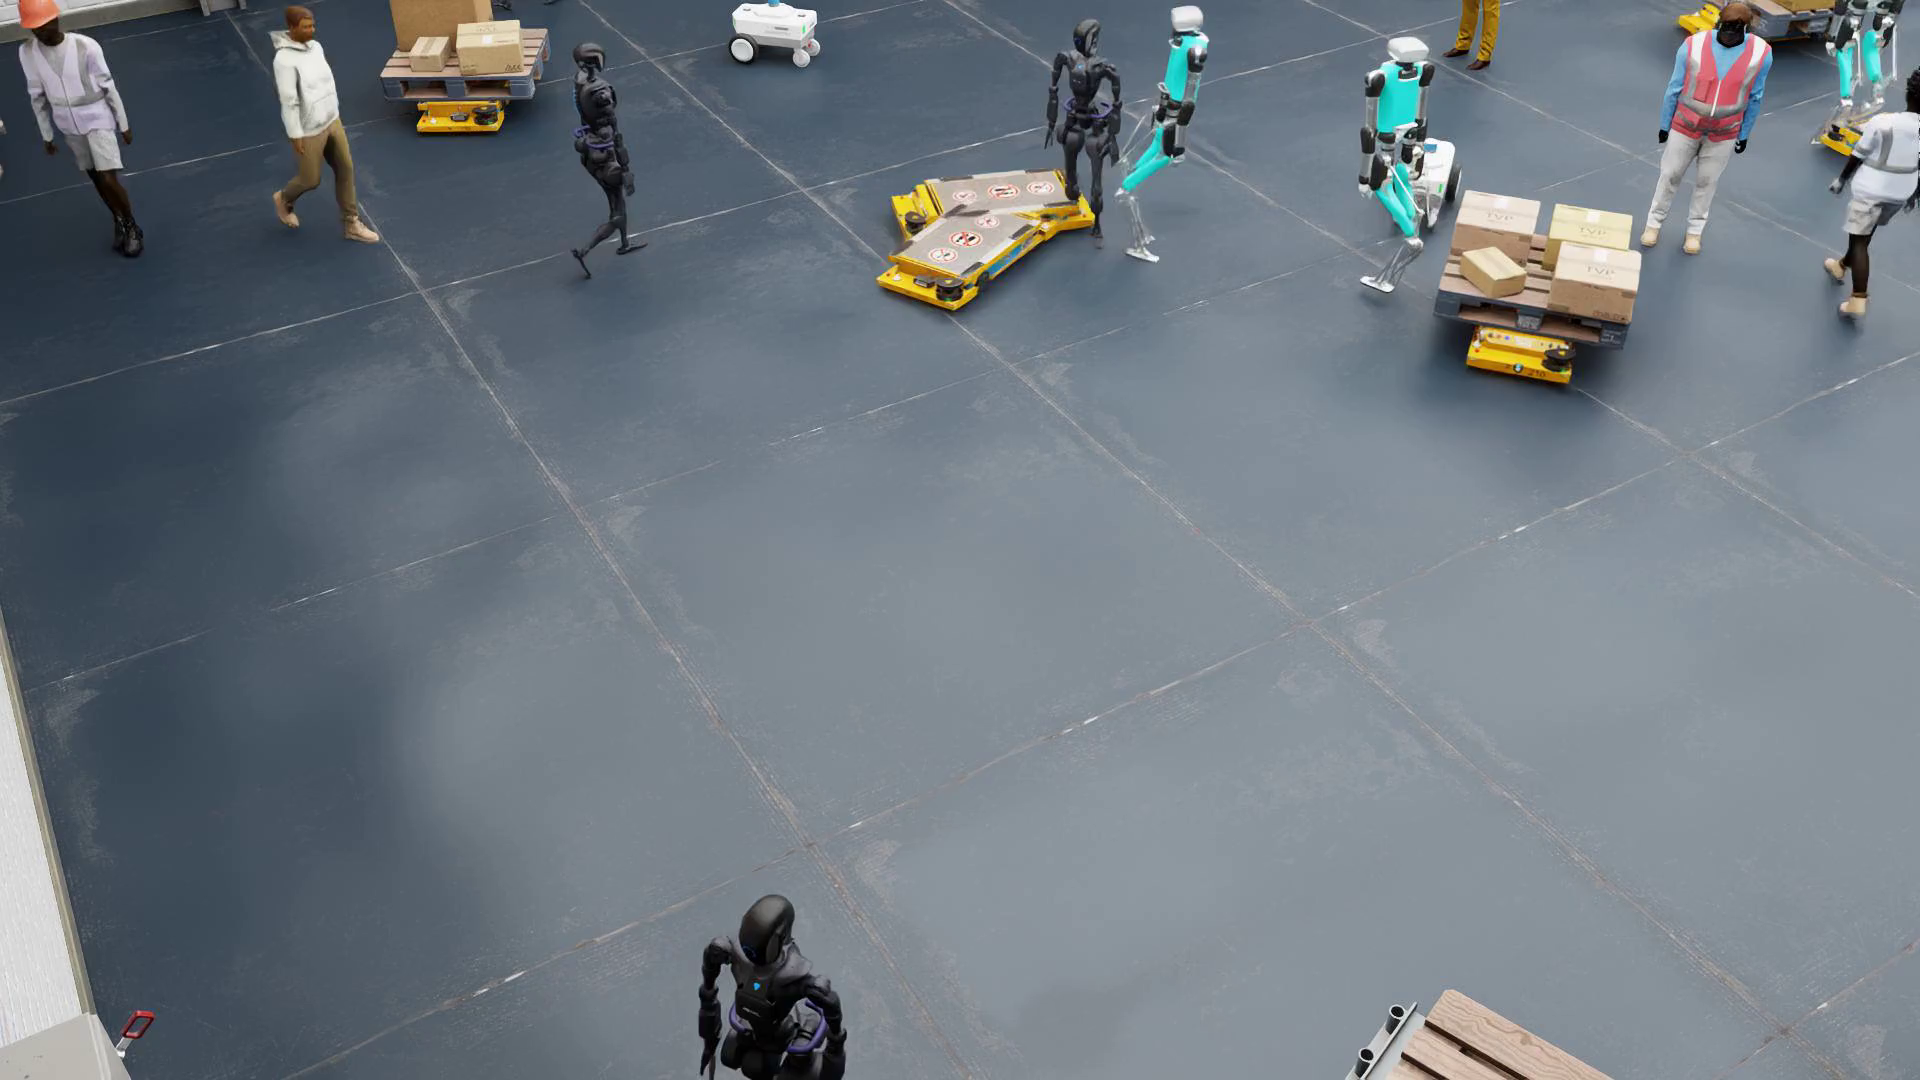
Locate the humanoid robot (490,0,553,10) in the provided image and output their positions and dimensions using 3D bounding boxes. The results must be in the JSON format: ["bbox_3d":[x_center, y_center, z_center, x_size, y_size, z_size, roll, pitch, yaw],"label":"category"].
[{"bbox_3d":[-4.151,-5.755,15.450,0.762,1.620,0.587,-19,42,-22],"label":"humanoid robot"}]

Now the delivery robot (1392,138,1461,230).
[{"bbox_3d":[3.499,-2.730,12.520,0.499,0.612,0.796,13,40,15],"label":"delivery robot"}]

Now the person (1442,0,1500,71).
[{"bbox_3d":[4.532,-4.968,14.372,0.343,1.747,0.529,-17,42,-21],"label":"person"}]

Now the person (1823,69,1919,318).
[{"bbox_3d":[6.172,-2.334,11.115,0.531,1.655,0.849,0,38,-1],"label":"person"}]

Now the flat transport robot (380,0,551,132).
[{"bbox_3d":[-4.135,-3.843,14.141,0.659,0.231,1.431,-1,38,-1],"label":"flat transport robot"}]

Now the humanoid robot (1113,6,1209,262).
[{"bbox_3d":[1.309,-2.824,11.692,0.765,1.802,0.541,-5,39,-6],"label":"humanoid robot"}]

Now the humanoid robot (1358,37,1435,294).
[{"bbox_3d":[3.001,-2.392,11.140,0.544,1.803,0.769,-19,42,-22],"label":"humanoid robot"}]

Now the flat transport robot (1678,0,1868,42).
[{"bbox_3d":[7.452,-4.785,15.330,1.431,0.231,0.659,-9,39,-11],"label":"flat transport robot"}]

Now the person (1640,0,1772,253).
[{"bbox_3d":[5.234,-2.894,11.690,0.628,1.836,0.431,13,40,16],"label":"person"}]

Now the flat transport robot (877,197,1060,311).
[{"bbox_3d":[0.077,-2.100,11.942,0.659,0.231,1.431,22,43,26],"label":"flat transport robot"}]

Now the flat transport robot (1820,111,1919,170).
[{"bbox_3d":[7.583,-2.990,13.064,0.659,0.231,1.431,-18,42,-21],"label":"flat transport robot"}]

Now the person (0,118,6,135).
[{"bbox_3d":[-8.003,-3.991,13.061,0.373,1.840,0.568,7,39,8],"label":"person"}]

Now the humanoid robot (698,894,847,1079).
[{"bbox_3d":[-0.652,1.811,5.913,0.599,1.622,0.795,15,41,18],"label":"humanoid robot"}]

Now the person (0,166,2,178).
[{"bbox_3d":[-7.568,-3.402,12.295,0.675,1.867,0.444,-6,39,-8],"label":"person"}]

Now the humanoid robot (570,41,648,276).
[{"bbox_3d":[-2.534,-2.659,11.535,0.675,1.636,0.597,-26,45,-29],"label":"humanoid robot"}]

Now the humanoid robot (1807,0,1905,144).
[{"bbox_3d":[7.106,-3.874,13.005,0.533,1.807,0.657,-2,38,-3],"label":"humanoid robot"}]

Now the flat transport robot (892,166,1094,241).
[{"bbox_3d":[0.248,-2.499,12.444,1.431,0.231,0.659,-8,39,-10],"label":"flat transport robot"}]

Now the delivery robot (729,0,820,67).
[{"bbox_3d":[-1.647,-4.549,14.777,0.745,0.565,0.499,10,39,12],"label":"delivery robot"}]

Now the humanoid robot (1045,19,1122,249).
[{"bbox_3d":[0.878,-2.927,11.852,0.612,1.641,0.331,20,43,23],"label":"humanoid robot"}]

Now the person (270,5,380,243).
[{"bbox_3d":[-4.660,-2.937,11.813,0.722,1.739,0.545,15,41,18],"label":"person"}]

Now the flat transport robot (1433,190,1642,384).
[{"bbox_3d":[3.854,-1.542,11.238,0.659,0.231,1.431,13,40,16],"label":"flat transport robot"}]

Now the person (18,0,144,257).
[{"bbox_3d":[-6.128,-2.874,11.591,0.565,1.915,0.578,-1,38,-2],"label":"person"}]
